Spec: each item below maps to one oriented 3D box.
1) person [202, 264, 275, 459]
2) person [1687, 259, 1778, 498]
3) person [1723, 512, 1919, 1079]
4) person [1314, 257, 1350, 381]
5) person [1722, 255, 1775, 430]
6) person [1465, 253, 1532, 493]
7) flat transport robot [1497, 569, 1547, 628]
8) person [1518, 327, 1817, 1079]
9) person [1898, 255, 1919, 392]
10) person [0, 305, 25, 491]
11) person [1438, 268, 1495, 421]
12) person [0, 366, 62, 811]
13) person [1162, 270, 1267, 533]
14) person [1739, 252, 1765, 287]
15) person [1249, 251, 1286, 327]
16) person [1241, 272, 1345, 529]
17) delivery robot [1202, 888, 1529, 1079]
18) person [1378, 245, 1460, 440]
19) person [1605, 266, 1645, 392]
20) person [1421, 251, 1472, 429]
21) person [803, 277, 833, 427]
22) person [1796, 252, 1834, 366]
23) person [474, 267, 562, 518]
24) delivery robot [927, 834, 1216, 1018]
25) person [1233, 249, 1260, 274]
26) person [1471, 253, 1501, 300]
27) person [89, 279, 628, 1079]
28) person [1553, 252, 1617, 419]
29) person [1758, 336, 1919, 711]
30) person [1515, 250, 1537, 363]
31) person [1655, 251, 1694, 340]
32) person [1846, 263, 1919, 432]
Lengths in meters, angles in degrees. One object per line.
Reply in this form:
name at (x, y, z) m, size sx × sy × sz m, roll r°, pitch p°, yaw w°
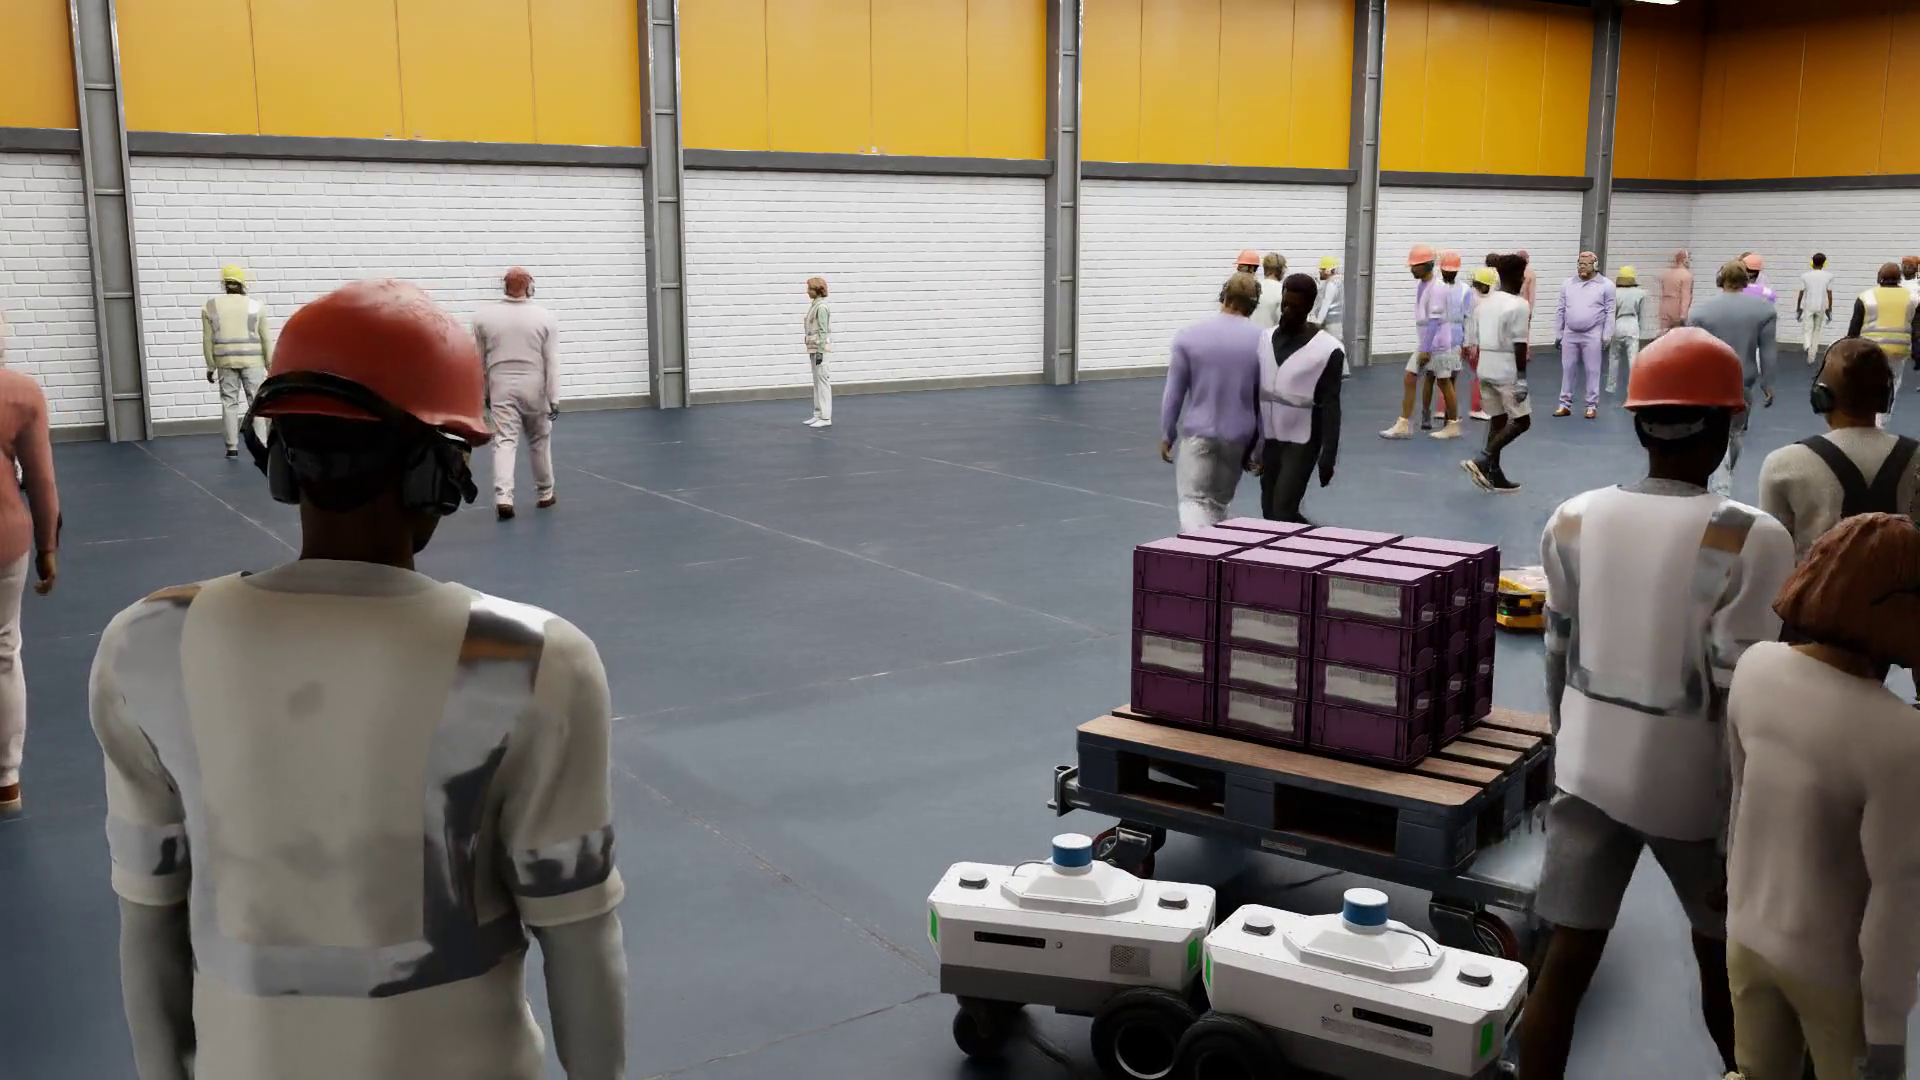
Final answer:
person at (-6.737, -1.656, 15.578) m, size 0.623 × 1.821 × 0.403 m, roll -3°, pitch 11°, yaw -14°
person at (5.958, -1.231, 12.999) m, size 0.658 × 1.894 × 0.992 m, roll 2°, pitch 11°, yaw 11°
person at (1.471, 0.748, 2.957) m, size 0.577 × 1.601 × 0.512 m, roll -2°, pitch 11°, yaw -13°
person at (5.230, -3.179, 23.994) m, size 0.924 × 1.781 × 0.591 m, roll 1°, pitch 10°, yaw 7°
person at (8.559, -2.153, 18.118) m, size 0.566 × 1.886 × 1.013 m, roll 4°, pitch 11°, yaw 21°
person at (4.348, -1.333, 13.434) m, size 0.510 × 1.947 × 0.634 m, roll -3°, pitch 11°, yaw -17°
flat transport robot at (3.510, 0.295, 9.110) m, size 1.431 × 0.197 × 0.652 m, roll -2°, pitch 10°, yaw -9°
person at (1.535, 0.497, 3.578) m, size 0.998 × 1.880 × 0.548 m, roll -8°, pitch 13°, yaw -38°
person at (12.716, -2.878, 22.236) m, size 1.014 × 1.839 × 0.586 m, roll -3°, pitch 11°, yaw -13°
person at (-7.930, -1.304, 13.506) m, size 0.960 × 1.863 × 0.600 m, roll 4°, pitch 11°, yaw 20°
person at (5.799, -2.212, 18.862) m, size 0.699 × 1.722 × 0.619 m, roll -2°, pitch 11°, yaw -11°
person at (-3.545, 0.023, 5.912) m, size 0.650 × 1.977 × 0.492 m, roll -8°, pitch 13°, yaw -37°
person at (1.473, -0.549, 9.300) m, size 0.666 × 1.896 × 0.820 m, roll 0°, pitch 10°, yaw 3°
person at (12.206, -3.556, 25.918) m, size 0.565 × 1.840 × 0.390 m, roll 6°, pitch 12°, yaw 31°
person at (2.963, -1.797, 16.007) m, size 0.354 × 1.936 × 0.635 m, roll -6°, pitch 12°, yaw -31°
person at (1.888, -0.534, 9.215) m, size 0.762 × 1.889 × 0.625 m, roll -7°, pitch 13°, yaw -35°
delivery robot at (0.940, 1.059, 3.888) m, size 0.707 × 0.478 × 0.477 m, roll 6°, pitch 12°, yaw 31°
person at (4.728, -1.989, 16.921) m, size 0.942 × 1.984 × 0.631 m, roll -2°, pitch 10°, yaw -9°
person at (8.773, -2.754, 21.910) m, size 0.497 × 1.700 × 0.908 m, roll 1°, pitch 10°, yaw 7°
person at (5.243, -2.149, 17.965) m, size 0.542 × 1.927 × 0.374 m, roll 0°, pitch 10°, yaw 2°
person at (-1.554, -2.059, 18.263) m, size 0.307 × 1.640 × 0.513 m, roll -3°, pitch 11°, yaw -16°
person at (13.672, -3.670, 26.584) m, size 0.529 × 1.837 × 0.689 m, roll 4°, pitch 11°, yaw 20°
person at (-3.299, -1.108, 12.459) m, size 0.646 × 1.865 × 0.977 m, roll -1°, pitch 10°, yaw -5°
delivery robot at (0.282, 0.994, 4.243) m, size 0.707 × 0.478 × 0.477 m, roll 3°, pitch 11°, yaw 15°
person at (3.172, -2.245, 18.453) m, size 0.349 × 1.940 × 0.551 m, roll 1°, pitch 10°, yaw 8°
person at (8.409, -3.644, 26.430) m, size 0.637 × 1.828 × 0.538 m, roll 10°, pitch 14°, yaw 44°
person at (-0.717, 0.696, 2.107) m, size 0.618 × 2.028 × 0.410 m, roll 0°, pitch 10°, yaw 0°
person at (7.159, -2.350, 19.126) m, size 0.655 × 1.906 × 0.407 m, roll 8°, pitch 13°, yaw 37°
person at (2.583, 0.304, 4.892) m, size 0.516 × 1.803 × 0.978 m, roll 1°, pitch 10°, yaw 7°
person at (9.118, -3.815, 27.300) m, size 0.653 × 1.867 × 0.971 m, roll 8°, pitch 13°, yaw 39°
person at (10.927, -3.426, 25.158) m, size 0.972 × 1.862 × 0.647 m, roll -3°, pitch 11°, yaw -17°
person at (9.448, -1.926, 17.067) m, size 0.670 × 1.803 × 0.879 m, roll 3°, pitch 11°, yaw 15°
